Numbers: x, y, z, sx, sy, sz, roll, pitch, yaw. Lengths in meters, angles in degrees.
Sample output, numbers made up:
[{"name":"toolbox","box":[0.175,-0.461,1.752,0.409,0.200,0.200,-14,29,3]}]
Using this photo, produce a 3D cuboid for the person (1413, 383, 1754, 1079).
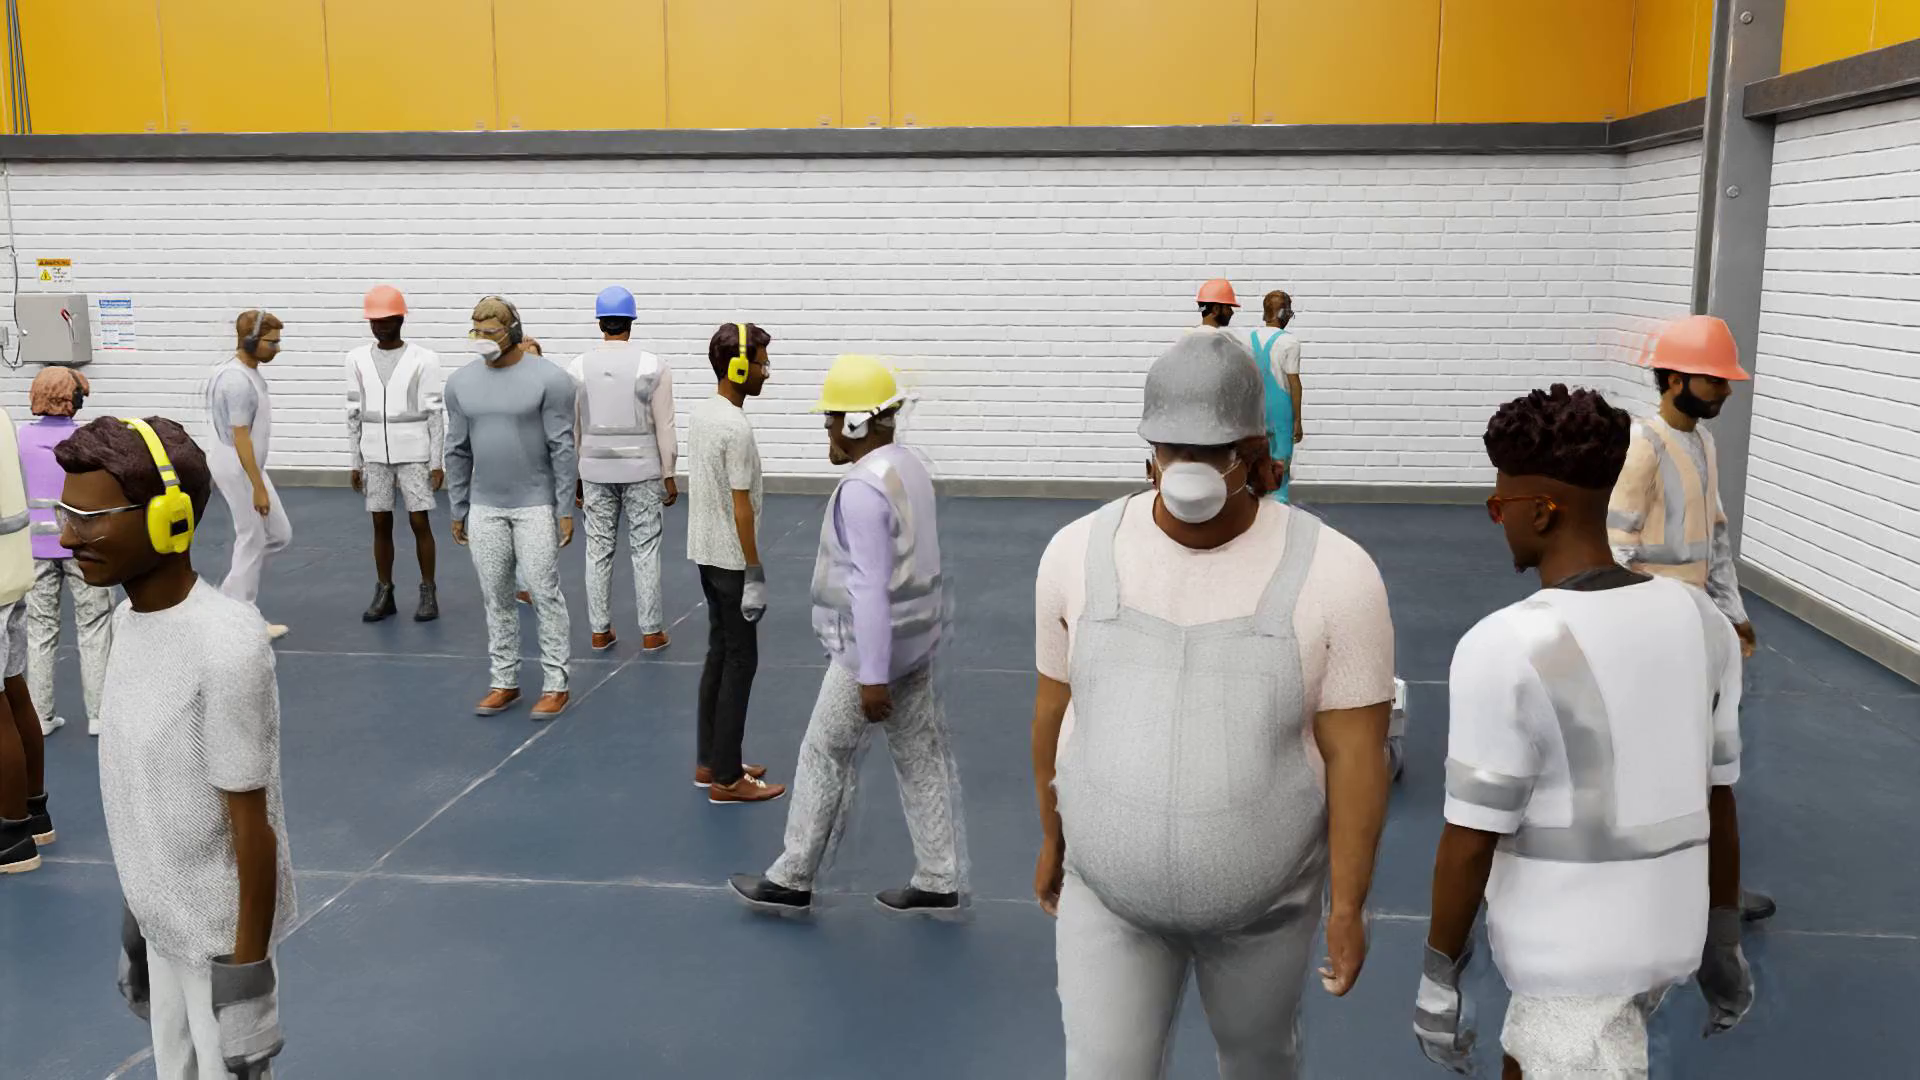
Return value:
[{"name":"person","box":[1.094,0.685,2.923,0.625,1.905,1.016,-6,12,-32]}]

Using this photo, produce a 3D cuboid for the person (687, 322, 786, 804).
[{"name":"person","box":[-0.877,0.095,6.411,0.330,1.856,0.531,-5,11,-27]}]

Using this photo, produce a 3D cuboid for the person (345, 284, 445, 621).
[{"name":"person","box":[-3.232,-0.488,9.504,0.551,1.933,0.370,0,10,1]}]

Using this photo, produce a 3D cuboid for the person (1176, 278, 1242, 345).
[{"name":"person","box":[1.693,-0.795,11.267,0.368,1.933,0.551,-7,12,-33]}]

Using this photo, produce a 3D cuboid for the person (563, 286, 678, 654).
[{"name":"person","box":[-1.780,-0.357,8.761,0.604,1.939,0.414,1,10,4]}]

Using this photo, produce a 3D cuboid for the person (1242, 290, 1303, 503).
[{"name":"person","box":[2.250,-0.870,11.971,0.345,1.840,0.504,-9,14,-43]}]

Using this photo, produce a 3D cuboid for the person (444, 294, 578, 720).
[{"name":"person","box":[-2.040,-0.146,7.579,0.636,1.930,0.371,2,10,11]}]

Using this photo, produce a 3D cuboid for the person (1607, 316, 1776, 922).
[{"name":"person","box":[2.385,0.249,5.340,0.810,1.909,0.553,9,13,41]}]

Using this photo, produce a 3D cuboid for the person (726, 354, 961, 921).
[{"name":"person","box":[-0.372,0.320,5.255,0.838,1.795,0.628,3,10,16]}]

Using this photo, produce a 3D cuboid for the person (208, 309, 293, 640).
[{"name":"person","box":[-3.803,-0.327,8.934,0.446,1.808,0.565,-3,10,-14]}]

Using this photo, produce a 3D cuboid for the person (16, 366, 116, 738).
[{"name":"person","box":[-3.886,0.061,7.245,0.525,1.631,0.313,-1,10,-8]}]

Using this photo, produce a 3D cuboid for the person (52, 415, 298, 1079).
[{"name":"person","box":[-1.322,0.709,2.878,0.511,1.862,0.324,9,14,43]}]

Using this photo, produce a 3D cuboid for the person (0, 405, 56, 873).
[{"name":"person","box":[-3.368,0.166,5.671,0.362,1.963,0.613,-3,10,-15]}]
